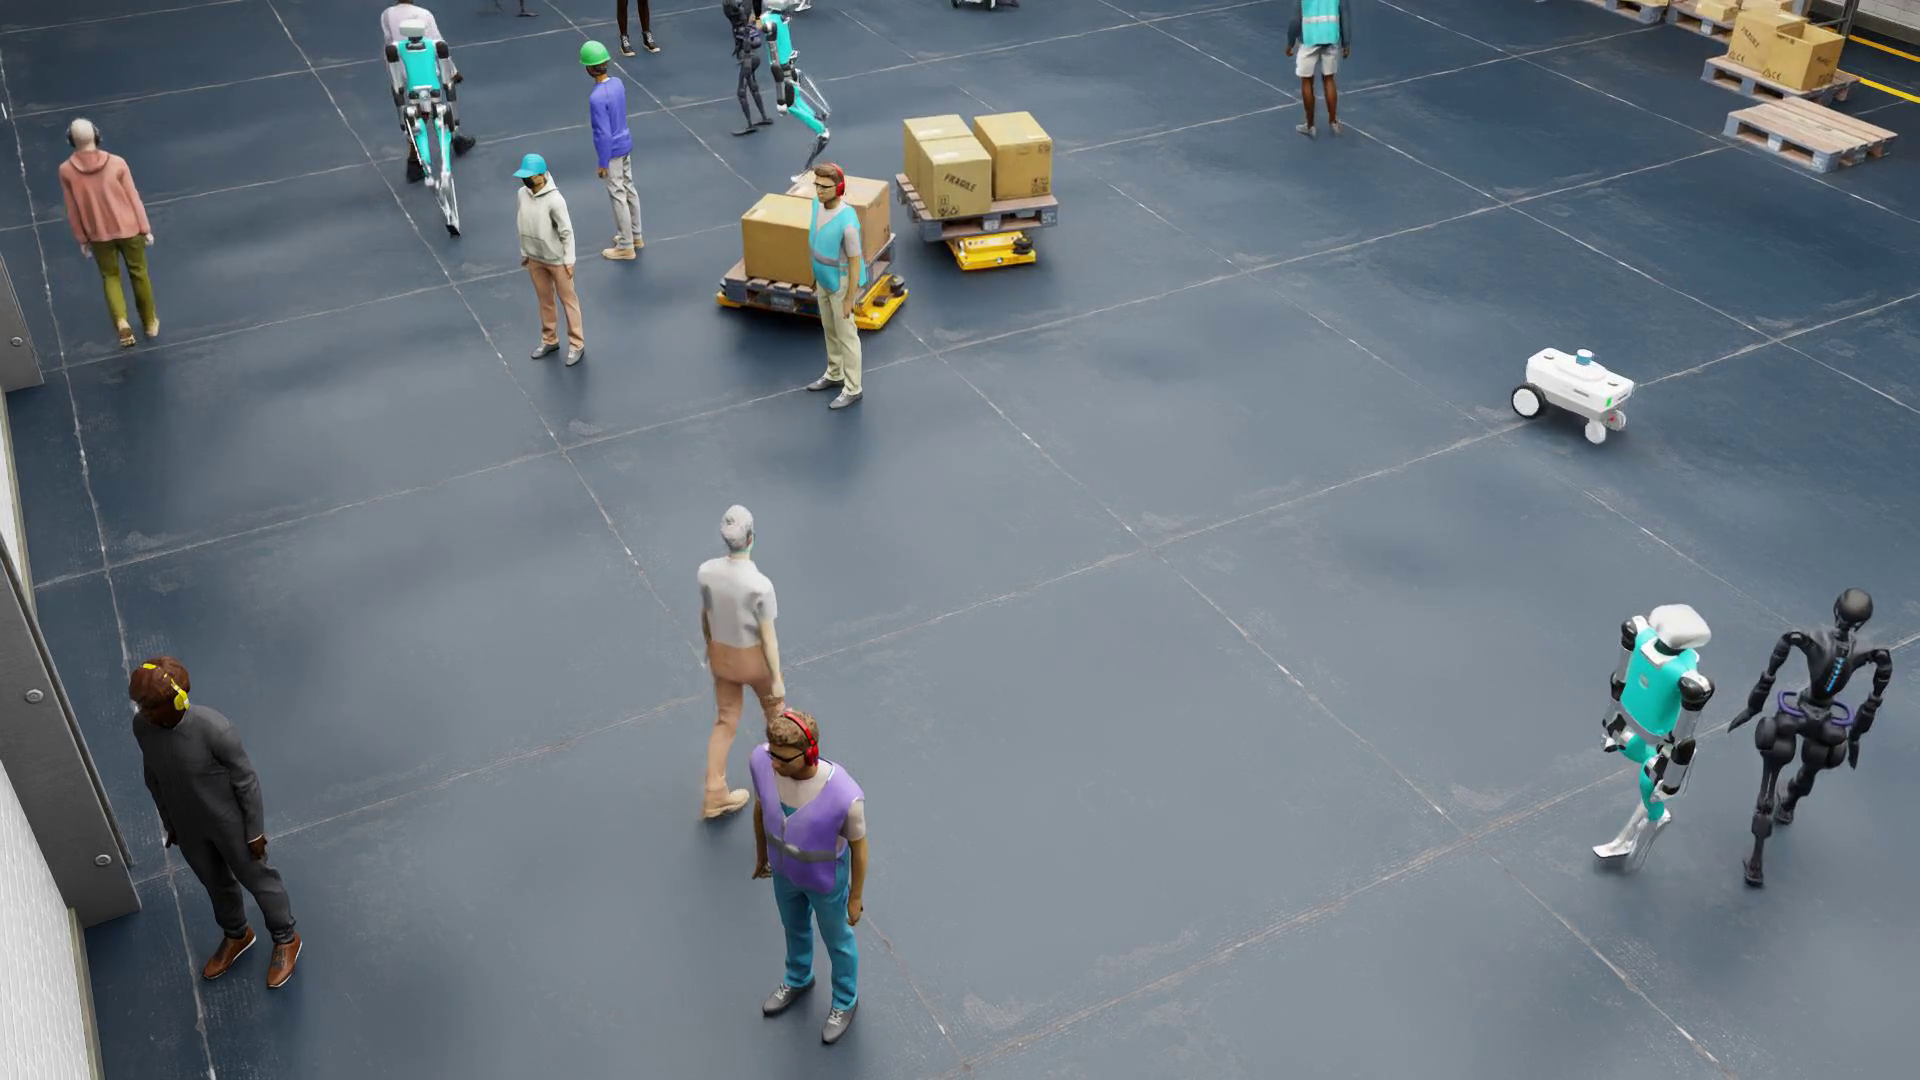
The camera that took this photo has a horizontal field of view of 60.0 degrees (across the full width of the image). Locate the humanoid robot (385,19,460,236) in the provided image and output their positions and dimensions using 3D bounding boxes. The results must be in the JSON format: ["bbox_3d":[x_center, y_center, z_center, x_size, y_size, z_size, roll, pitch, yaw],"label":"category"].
[{"bbox_3d":[-4.626,-3.537,14.520,0.534,1.797,0.943,-9,36,-12],"label":"humanoid robot"}]

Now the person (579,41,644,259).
[{"bbox_3d":[-2.941,-3.264,13.987,0.369,1.866,0.460,9,36,12],"label":"person"}]

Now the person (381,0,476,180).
[{"bbox_3d":[-5.063,-4.393,15.592,0.555,1.866,1.032,16,38,21],"label":"person"}]

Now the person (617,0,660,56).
[{"bbox_3d":[-3.636,-6.324,18.279,0.605,1.958,0.374,-18,39,-24],"label":"person"}]

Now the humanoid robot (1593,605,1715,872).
[{"bbox_3d":[3.436,1.051,8.044,0.750,1.899,0.575,-12,37,-16],"label":"humanoid robot"}]

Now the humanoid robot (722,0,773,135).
[{"bbox_3d":[-2.107,-4.865,16.446,0.446,1.631,0.615,-11,36,-15],"label":"humanoid robot"}]

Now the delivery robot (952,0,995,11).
[{"bbox_3d":[0.220,-6.721,20.074,0.499,0.608,0.786,9,36,13],"label":"delivery robot"}]

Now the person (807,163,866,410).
[{"bbox_3d":[-0.889,-1.840,11.964,0.386,1.849,0.567,-20,40,-26],"label":"person"}]

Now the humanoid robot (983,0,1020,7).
[{"bbox_3d":[0.517,-7.154,19.712,0.463,1.629,0.612,19,39,25],"label":"humanoid robot"}]

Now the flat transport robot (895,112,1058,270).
[{"bbox_3d":[0.142,-2.793,14.703,0.659,0.231,1.431,-9,36,-13],"label":"flat transport robot"}]

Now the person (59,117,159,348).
[{"bbox_3d":[-6.456,-2.319,12.679,0.540,1.820,0.628,-13,37,-18],"label":"person"}]

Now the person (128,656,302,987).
[{"bbox_3d":[-3.368,1.271,7.502,0.502,1.873,0.335,6,35,9],"label":"person"}]

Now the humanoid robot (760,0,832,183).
[{"bbox_3d":[-1.431,-4.132,15.306,0.735,1.756,0.530,3,35,5],"label":"humanoid robot"}]

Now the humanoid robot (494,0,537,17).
[{"bbox_3d":[-5.330,-6.950,19.415,0.545,1.634,0.609,-4,35,-6],"label":"humanoid robot"}]

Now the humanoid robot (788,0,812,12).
[{"bbox_3d":[-1.850,-7.050,19.385,0.735,1.677,0.533,-19,39,-25],"label":"humanoid robot"}]

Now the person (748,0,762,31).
[{"bbox_3d":[-2.373,-6.726,19.072,0.318,1.698,0.534,-22,41,-28],"label":"person"}]

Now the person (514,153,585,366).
[{"bbox_3d":[-3.094,-2.105,12.494,0.463,1.675,0.373,15,38,21],"label":"person"}]

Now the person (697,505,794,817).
[{"bbox_3d":[-1.115,0.613,8.613,0.550,1.686,0.899,15,38,20],"label":"person"}]

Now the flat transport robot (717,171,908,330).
[{"bbox_3d":[-1.205,-2.039,13.627,1.431,0.231,0.659,11,37,16],"label":"flat transport robot"}]

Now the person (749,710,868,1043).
[{"bbox_3d":[-0.646,1.444,7.280,0.565,1.844,0.378,20,39,26],"label":"person"}]

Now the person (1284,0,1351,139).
[{"bbox_3d":[3.492,-4.903,16.298,0.589,1.898,0.502,-5,35,-7],"label":"person"}]

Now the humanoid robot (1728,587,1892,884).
[{"bbox_3d":[4.172,0.901,8.242,0.600,1.627,0.767,11,36,15],"label":"humanoid robot"}]

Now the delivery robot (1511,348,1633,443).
[{"bbox_3d":[4.436,-1.091,12.040,0.499,0.613,0.807,-27,43,-33],"label":"delivery robot"}]
